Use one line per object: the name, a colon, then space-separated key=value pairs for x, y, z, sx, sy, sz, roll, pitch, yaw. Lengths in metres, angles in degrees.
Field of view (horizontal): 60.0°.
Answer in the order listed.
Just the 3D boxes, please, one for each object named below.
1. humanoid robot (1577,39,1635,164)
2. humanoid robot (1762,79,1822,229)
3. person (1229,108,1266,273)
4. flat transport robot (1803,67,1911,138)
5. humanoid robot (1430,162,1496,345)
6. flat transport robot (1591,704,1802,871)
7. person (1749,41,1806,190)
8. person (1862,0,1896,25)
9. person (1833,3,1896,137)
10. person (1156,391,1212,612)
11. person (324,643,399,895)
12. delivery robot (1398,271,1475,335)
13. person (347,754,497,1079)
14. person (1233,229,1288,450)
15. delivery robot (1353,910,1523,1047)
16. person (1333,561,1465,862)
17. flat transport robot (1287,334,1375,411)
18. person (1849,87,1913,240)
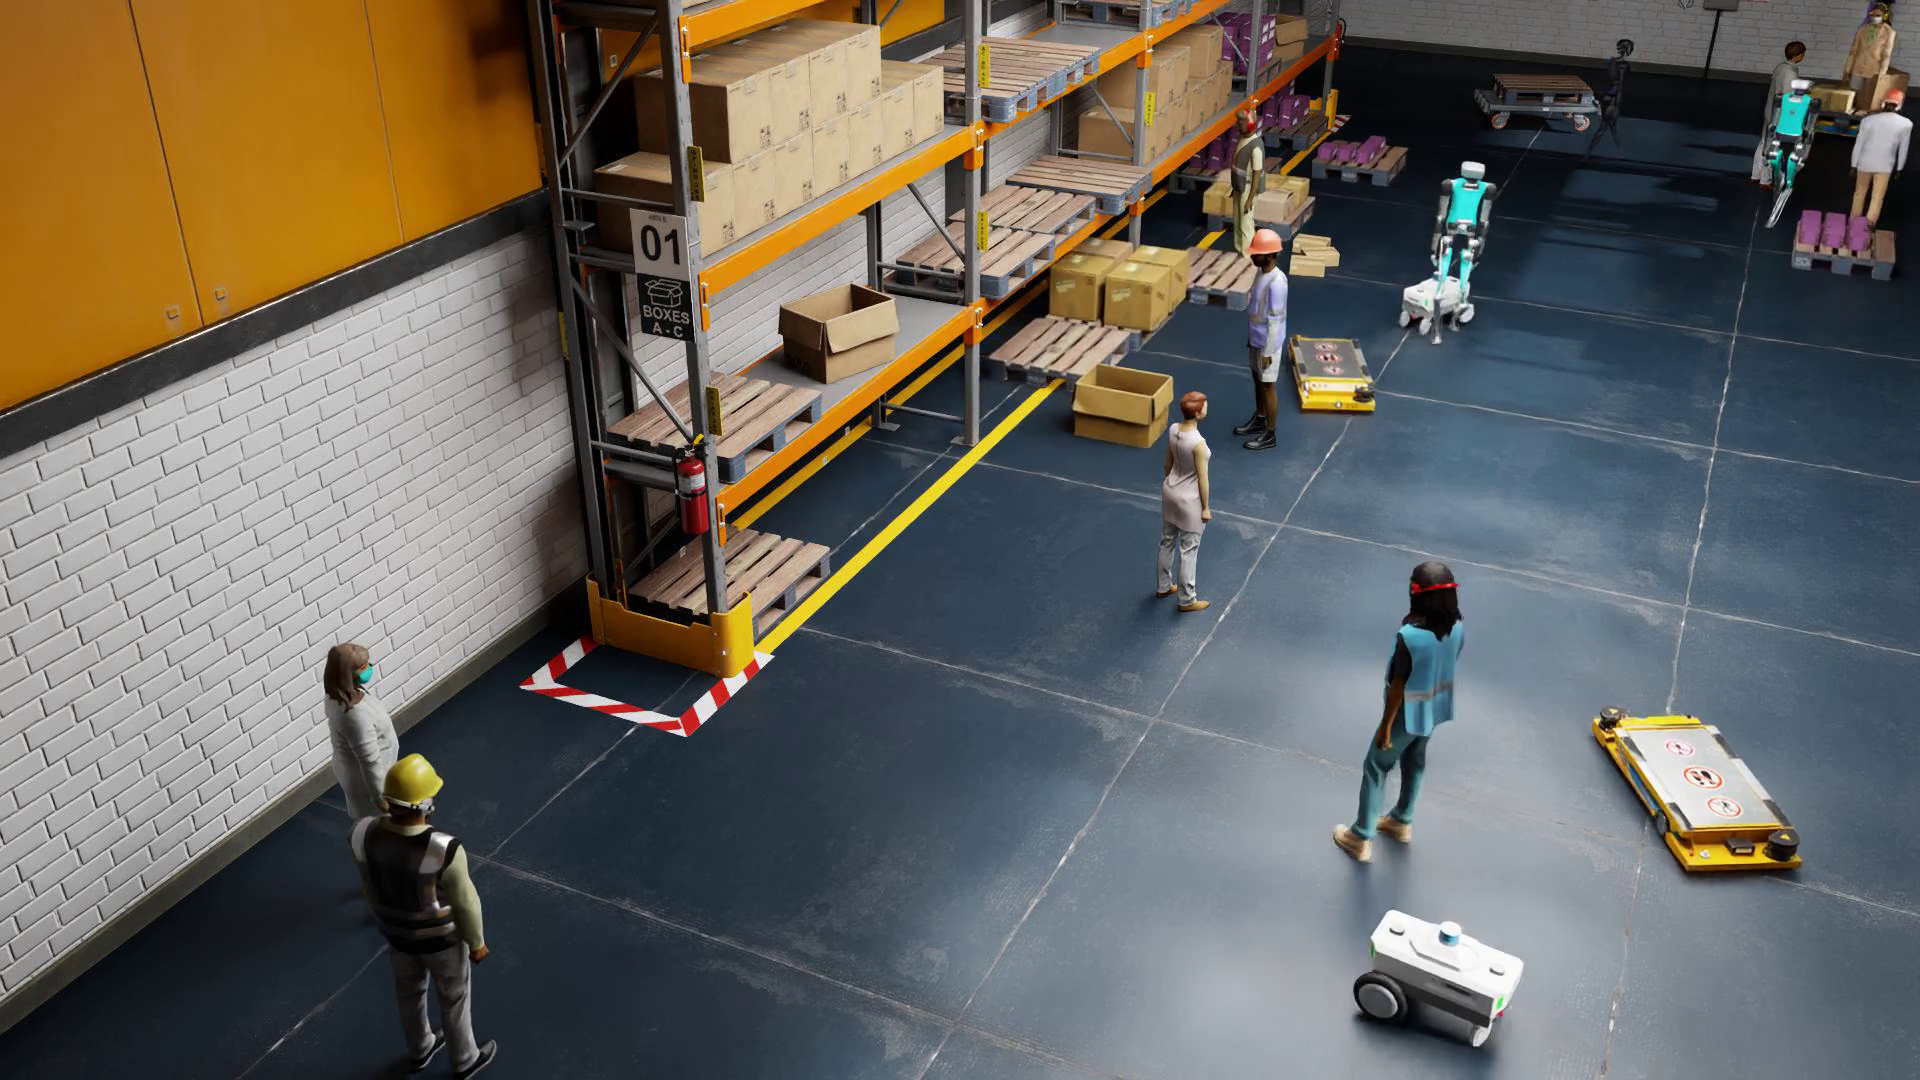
humanoid robot: x=8.703 y=-5.795 z=22.022 sx=0.767 sy=1.624 sz=0.608 roll=4 pitch=29 yaw=8
humanoid robot: x=9.909 y=-4.627 z=19.805 sx=0.530 sy=1.811 sz=0.926 roll=22 pitch=35 yaw=35
person: x=3.101 y=-3.767 z=18.061 sx=0.391 sy=1.837 sz=0.562 roll=-5 pitch=29 yaw=-9
flat transport robot: x=12.577 y=-5.870 z=23.613 sx=1.431 sy=0.231 sz=0.659 roll=22 pitch=35 yaw=35
humanoid robot: x=4.923 y=-2.753 z=16.335 sx=0.558 sy=1.789 sz=0.847 roll=3 pitch=29 yaw=6
flat transport robot: x=4.402 y=1.469 z=10.005 sx=0.659 sy=0.231 sz=1.431 roll=-1 pitch=28 yaw=-3
person: x=10.370 y=-5.366 z=21.033 sx=0.365 sy=1.833 sz=0.501 roll=0 pitch=28 yaw=1
person: x=13.463 y=-7.277 z=24.494 sx=0.508 sy=1.910 sz=0.562 roll=10 pitch=30 yaw=18
person: x=12.598 y=-6.515 z=23.134 sx=0.392 sy=1.864 sz=0.568 roll=-24 pitch=37 yaw=-38
person: x=1.606 y=-0.278 z=11.775 sx=0.285 sy=1.661 sz=0.444 roll=-17 pitch=33 yaw=-28
person: x=-3.149 y=1.274 z=8.895 sx=0.337 sy=1.660 sz=0.497 roll=-17 pitch=33 yaw=-29
delivery robot: x=4.861 y=-2.444 z=16.966 sx=0.796 sy=0.601 sz=0.499 roll=-19 pitch=34 yaw=-31
person: x=-2.482 y=1.793 z=7.777 sx=0.595 sy=1.818 sz=0.403 roll=8 pitch=29 yaw=14
person: x=2.560 y=-1.711 z=14.163 sx=0.394 sy=1.928 sz=0.538 roll=-4 pitch=29 yaw=-7
delivery robot: x=2.414 y=2.173 z=8.404 sx=0.773 sy=0.601 sz=0.528 roll=18 pitch=33 yaw=29
person: x=2.495 y=0.968 z=9.261 sx=0.528 sy=1.858 sz=0.464 roll=-18 pitch=33 yaw=-30
flat transport robot: x=3.483 y=-1.585 z=15.667 sx=0.659 sy=0.231 sz=1.431 roll=2 pitch=28 yaw=4
person: x=10.624 y=-4.354 z=19.263 sx=0.569 sy=1.727 sz=0.719 roll=14 pitch=31 yaw=24
